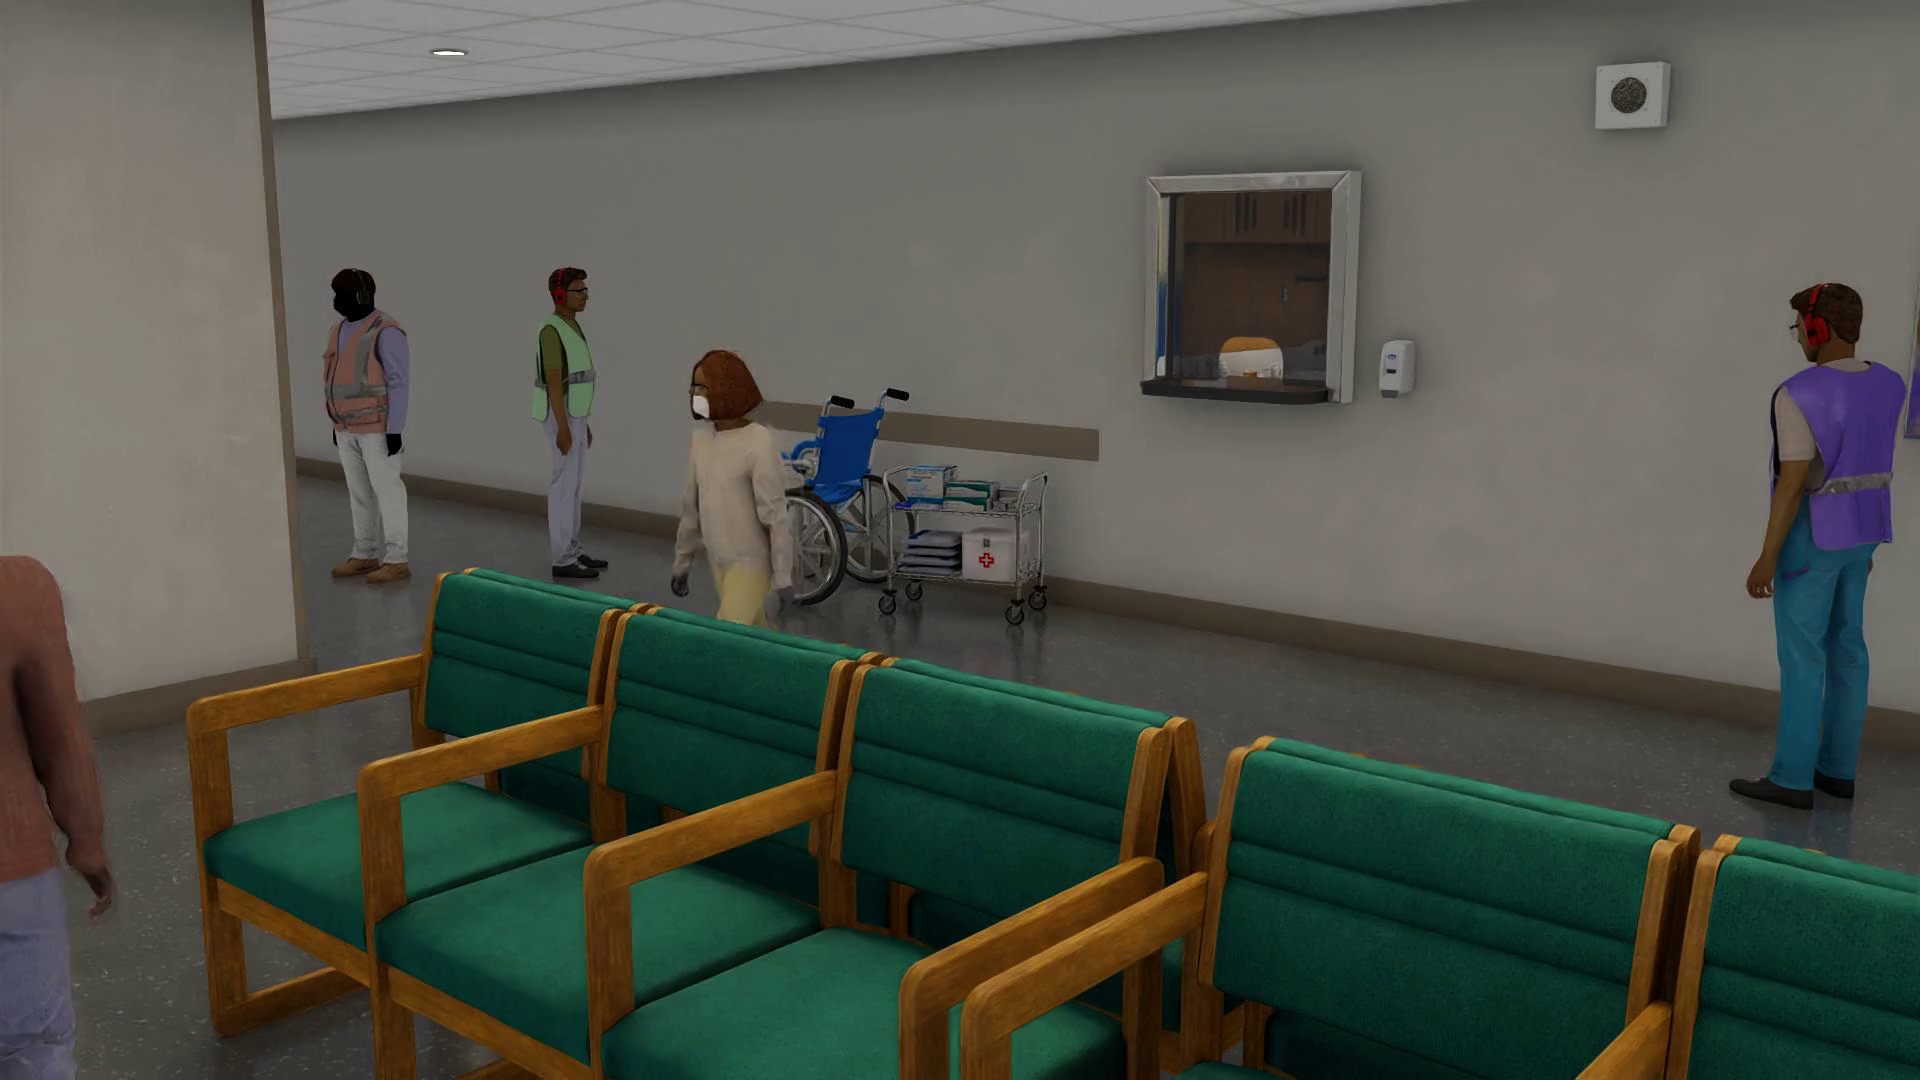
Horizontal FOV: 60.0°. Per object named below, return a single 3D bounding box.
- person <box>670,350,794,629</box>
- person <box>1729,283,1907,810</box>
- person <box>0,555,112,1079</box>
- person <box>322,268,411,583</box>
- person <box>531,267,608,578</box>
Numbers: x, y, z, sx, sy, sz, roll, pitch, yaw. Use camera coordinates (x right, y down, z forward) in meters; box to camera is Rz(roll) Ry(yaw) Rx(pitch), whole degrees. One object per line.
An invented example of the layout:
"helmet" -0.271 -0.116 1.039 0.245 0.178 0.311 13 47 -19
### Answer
"person" -0.781 0.093 6.140 0.814 1.597 0.510 -8 13 -39
"person" 3.018 0.031 5.814 0.563 1.839 0.389 -5 11 -26
"person" -1.734 0.600 2.830 0.548 1.740 0.589 -7 12 -35
"person" -3.500 -0.668 9.784 0.630 1.842 0.429 7 12 36
"person" -2.355 -0.703 9.973 0.390 1.846 0.565 0 10 -1
